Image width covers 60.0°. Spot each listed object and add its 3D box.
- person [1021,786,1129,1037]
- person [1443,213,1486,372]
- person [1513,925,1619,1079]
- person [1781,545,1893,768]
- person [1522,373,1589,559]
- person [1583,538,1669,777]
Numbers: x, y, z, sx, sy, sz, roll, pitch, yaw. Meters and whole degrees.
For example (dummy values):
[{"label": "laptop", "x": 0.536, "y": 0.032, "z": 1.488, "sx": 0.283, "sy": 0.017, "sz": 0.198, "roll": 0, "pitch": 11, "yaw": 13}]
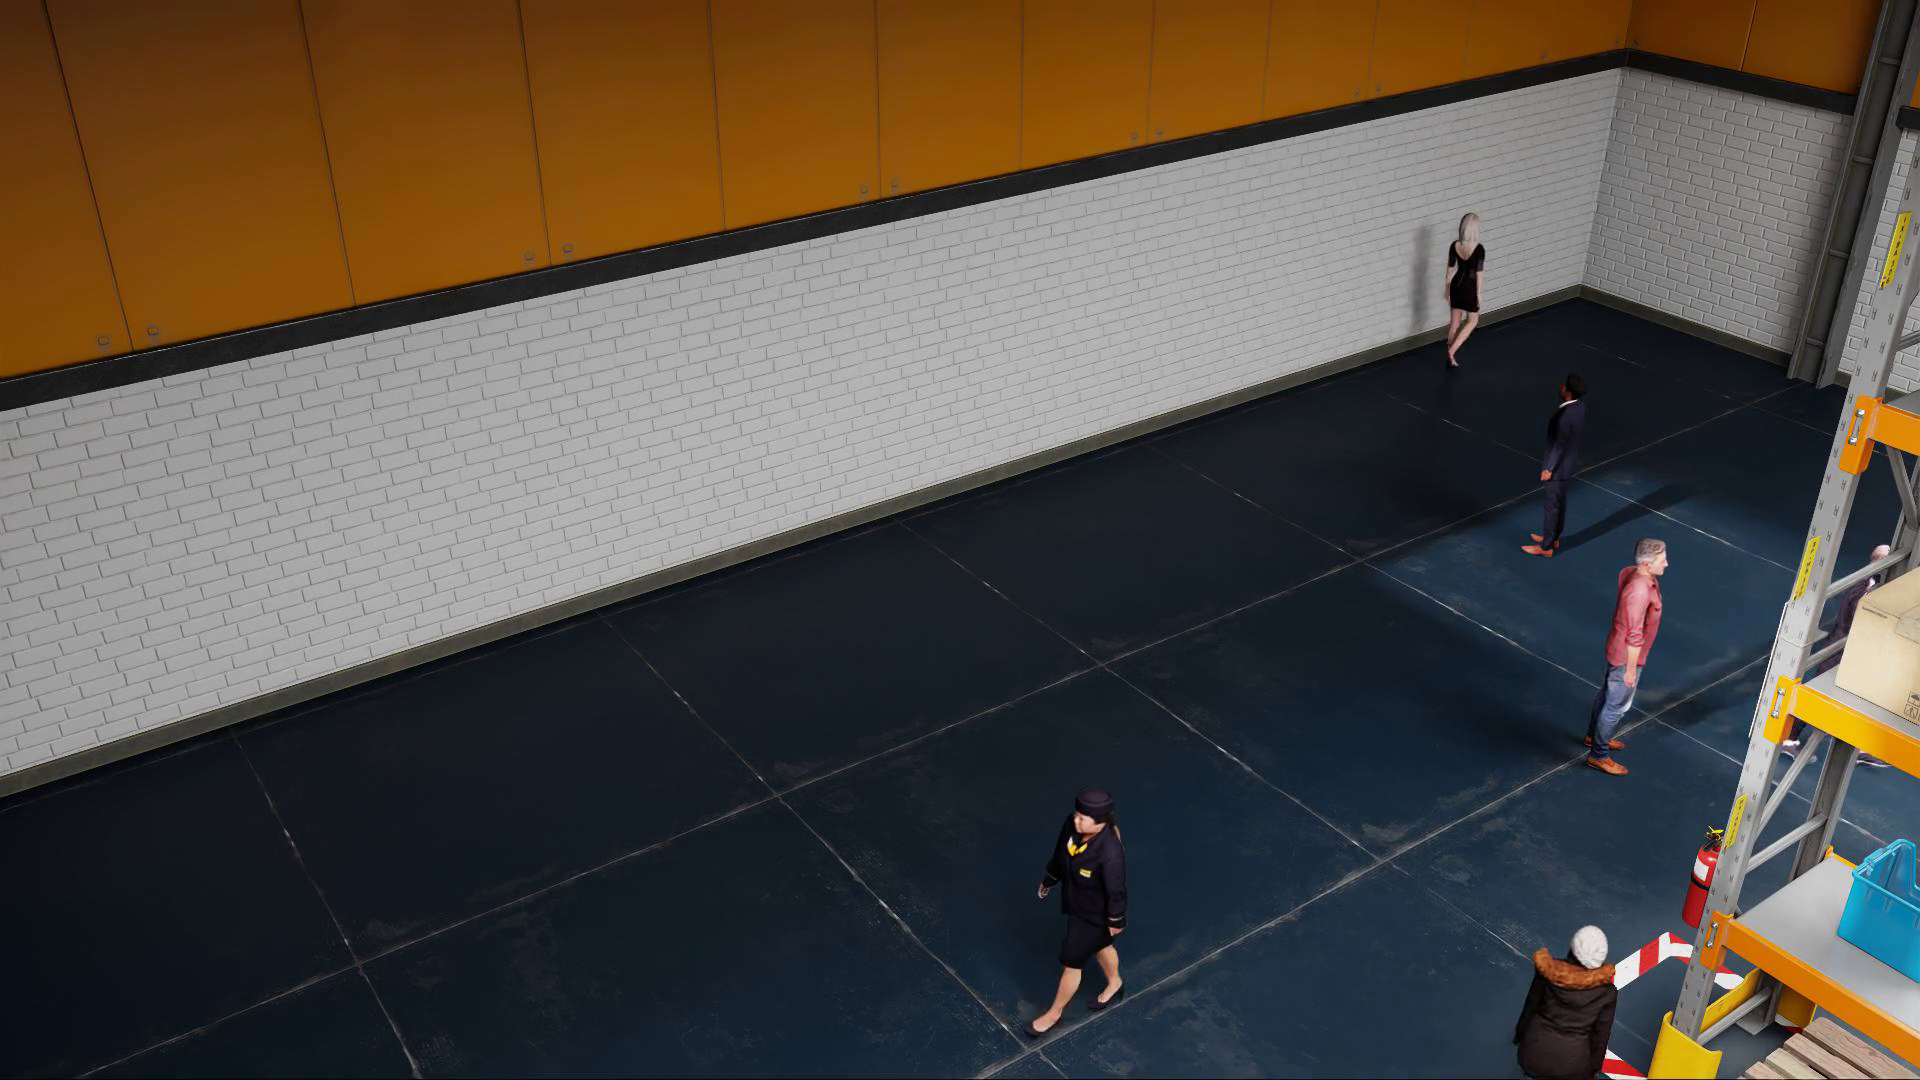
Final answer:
[{"label": "person", "x": 0.833, "y": 2.121, "z": 9.673, "sx": 0.899, "sy": 1.643, "sz": 0.973, "roll": -10, "pitch": 30, "yaw": -17}, {"label": "person", "x": 5.492, "y": -2.673, "z": 18.280, "sx": 0.705, "sy": 1.817, "sz": 0.733, "roll": 25, "pitch": 37, "yaw": 38}, {"label": "person", "x": 3.098, "y": 2.692, "z": 8.655, "sx": 0.979, "sy": 1.616, "sz": 0.965, "roll": 11, "pitch": 31, "yaw": 20}, {"label": "person", "x": 6.249, "y": 0.813, "z": 11.900, "sx": 1.036, "sy": 1.806, "sz": 0.820, "roll": 23, "pitch": 36, "yaw": 36}, {"label": "person", "x": 5.304, "y": -0.661, "z": 14.686, "sx": 0.650, "sy": 1.727, "sz": 0.693, "roll": 20, "pitch": 34, "yaw": 32}, {"label": "person", "x": 4.770, "y": 0.795, "z": 11.908, "sx": 0.787, "sy": 1.830, "sz": 0.757, "roll": 7, "pitch": 29, "yaw": 13}]
